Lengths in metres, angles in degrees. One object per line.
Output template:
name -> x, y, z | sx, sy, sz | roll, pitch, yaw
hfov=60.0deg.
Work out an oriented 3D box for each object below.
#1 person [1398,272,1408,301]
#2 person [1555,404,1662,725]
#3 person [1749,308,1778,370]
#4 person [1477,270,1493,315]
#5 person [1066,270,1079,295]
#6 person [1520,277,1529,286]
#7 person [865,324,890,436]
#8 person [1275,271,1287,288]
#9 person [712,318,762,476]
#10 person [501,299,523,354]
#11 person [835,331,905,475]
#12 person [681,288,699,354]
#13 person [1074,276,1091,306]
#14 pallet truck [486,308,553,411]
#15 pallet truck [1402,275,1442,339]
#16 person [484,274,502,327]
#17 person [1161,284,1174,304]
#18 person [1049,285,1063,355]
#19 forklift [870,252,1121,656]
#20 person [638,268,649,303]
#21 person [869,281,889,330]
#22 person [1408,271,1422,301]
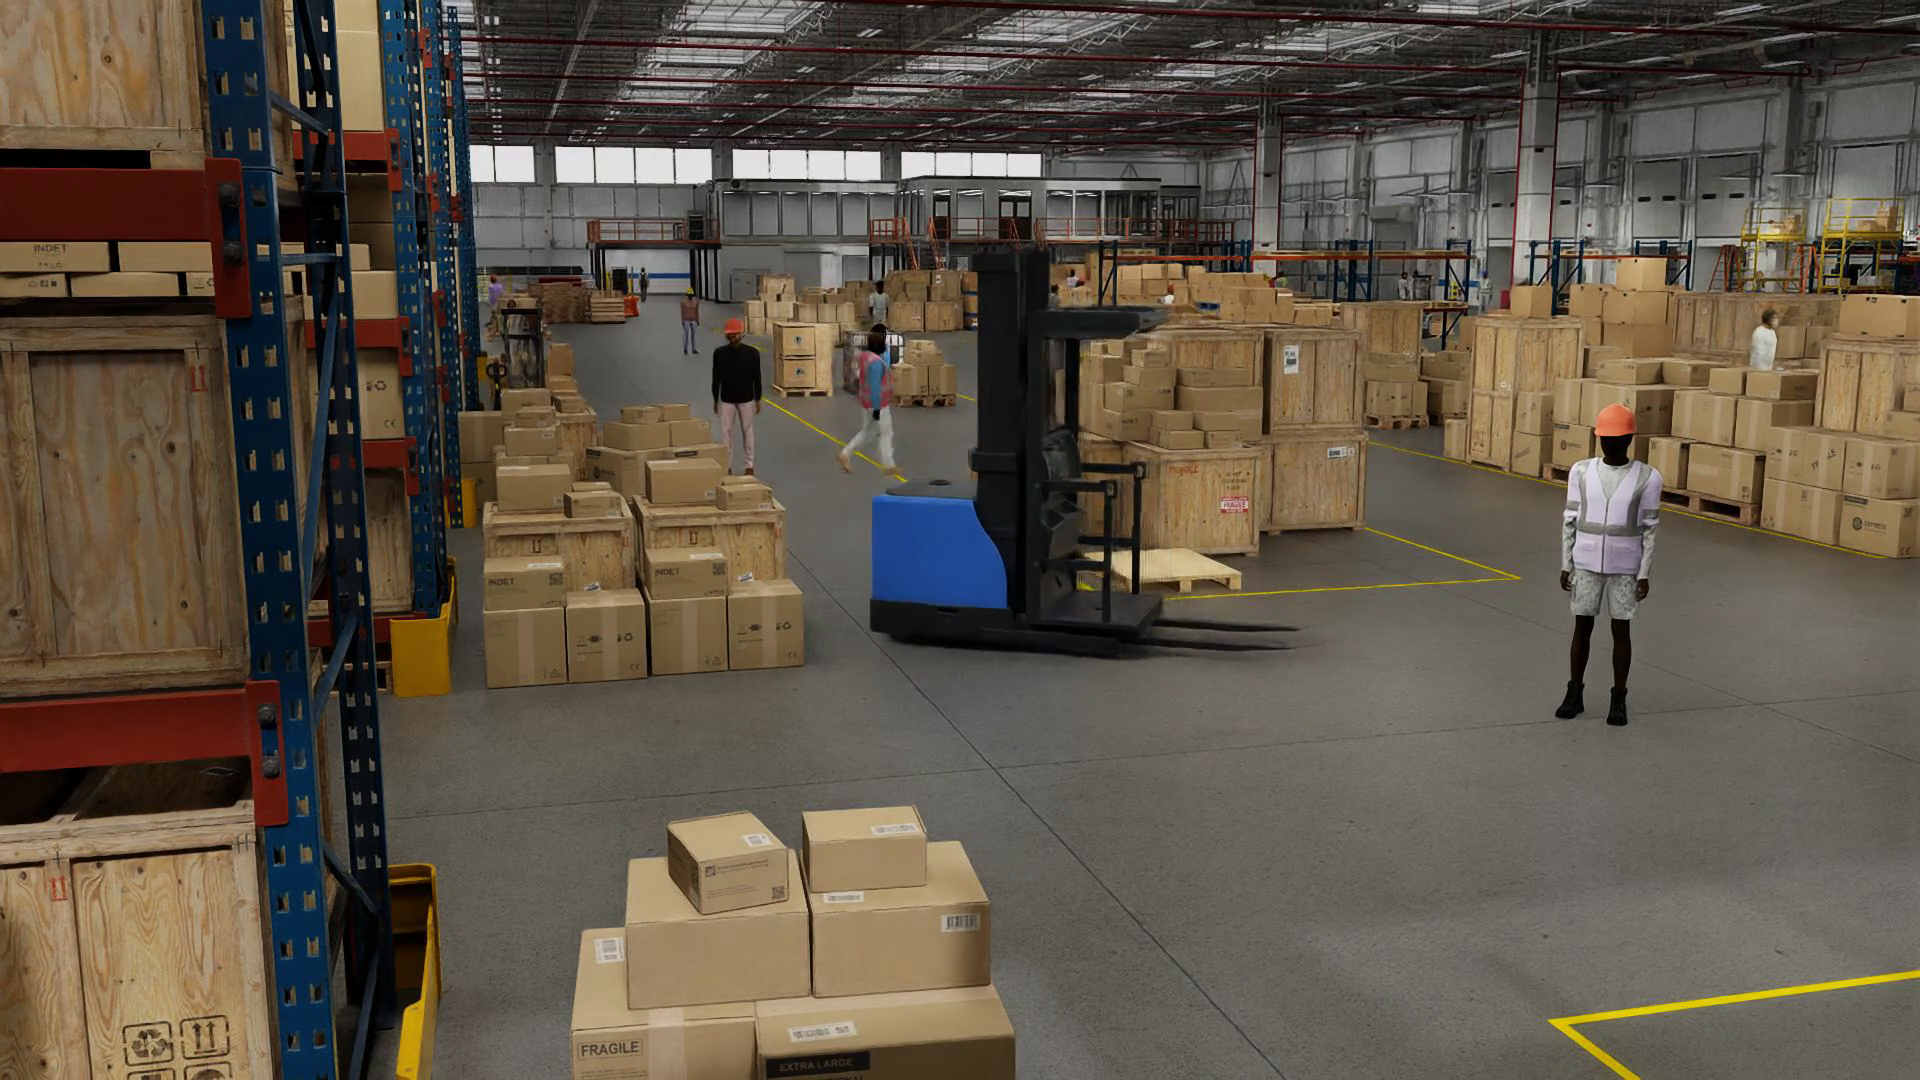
person -> 17.428, -9.599, 65.409 | 0.328, 1.865, 0.518 | -5, 11, -25
person -> 3.893, 0.146, 10.013 | 0.545, 1.938, 0.355 | 6, 12, 30
person -> 12.262, -2.576, 25.428 | 0.352, 1.937, 0.635 | 9, 13, 42
person -> 20.719, -9.688, 65.677 | 0.612, 1.943, 0.404 | 8, 13, 38
person -> 4.690, -10.312, 69.340 | 0.620, 1.901, 0.440 | 3, 10, 17
person -> 16.144, -6.588, 47.853 | 0.655, 2.000, 0.721 | -3, 10, -16
person -> -1.235, -2.443, 25.349 | 0.317, 1.700, 0.538 | 7, 12, 33
person -> 13.285, -10.225, 69.025 | 0.430, 1.841, 0.624 | 10, 14, 44
person -> -2.774, -1.758, 20.634 | 0.623, 1.992, 0.396 | 1, 10, 3
person -> -10.476, -4.804, 38.892 | 0.514, 1.640, 0.310 | -6, 12, -30
person -> -1.130, -1.707, 20.860 | 0.804, 1.819, 0.631 | -3, 10, -16
person -> -7.216, -5.858, 44.500 | 0.523, 1.769, 0.310 | -7, 12, -34
person -> 3.819, -7.294, 52.150 | 0.551, 1.932, 0.378 | -1, 10, -6
pallet truck -> -6.242, -2.418, 24.362 | 0.823, 1.965, 1.885 | 1, 10, 3
pallet truck -> 14.620, -7.324, 52.145 | 0.823, 1.965, 1.885 | 8, 13, 40
person -> -16.365, -8.372, 58.405 | 0.980, 1.884, 0.561 | 4, 11, 21
person -> 5.532, -5.734, 43.453 | 0.573, 1.887, 0.355 | 6, 12, 32
person -> 2.509, -5.833, 44.107 | 0.331, 1.860, 0.543 | -8, 13, -40
forklift -> 0.365, -0.691, 12.086 | 1.873, 2.768, 1.129 | 3, 11, 17
person -> -16.073, -12.939, 84.545 | 0.516, 1.800, 0.983 | -1, 10, -6
person -> -2.188, -6.151, 45.725 | 0.624, 1.914, 1.005 | -4, 11, -21
person -> 20.529, -11.258, 75.055 | 0.610, 1.788, 0.994 | 3, 10, 17
